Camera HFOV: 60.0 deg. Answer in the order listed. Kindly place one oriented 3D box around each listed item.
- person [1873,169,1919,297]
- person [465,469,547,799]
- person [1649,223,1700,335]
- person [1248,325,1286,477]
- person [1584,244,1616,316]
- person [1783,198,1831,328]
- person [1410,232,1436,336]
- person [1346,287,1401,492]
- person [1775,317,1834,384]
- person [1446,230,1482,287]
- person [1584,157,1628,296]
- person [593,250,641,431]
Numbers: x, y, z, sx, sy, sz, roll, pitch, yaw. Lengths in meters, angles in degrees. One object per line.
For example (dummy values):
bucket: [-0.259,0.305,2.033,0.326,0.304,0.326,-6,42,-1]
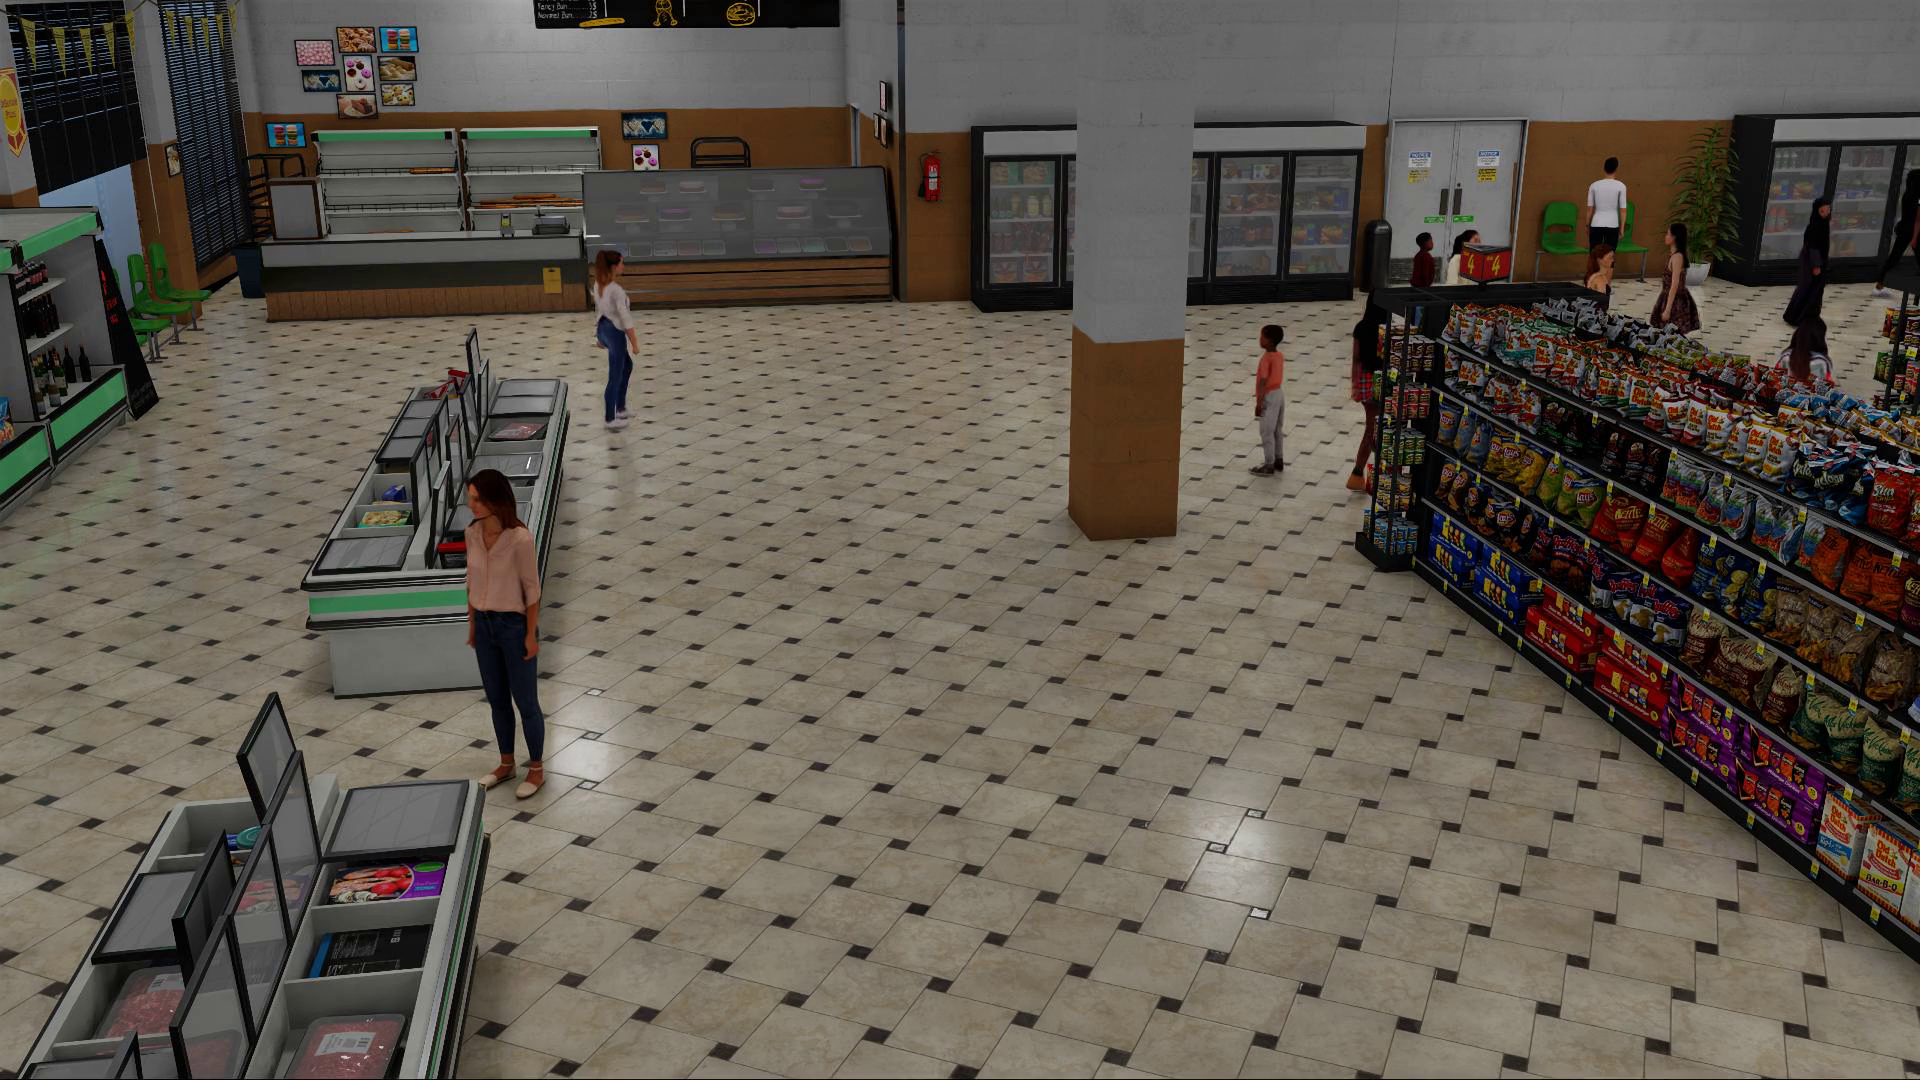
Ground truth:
person: [12.697,-4.095,22.387,0.805,1.690,1.107,0,19,-1]
person: [-2.366,0.473,8.686,0.673,1.789,0.699,8,20,24]
person: [7.371,-2.363,17.132,0.884,1.767,0.835,4,19,13]
person: [2.717,-1.223,14.474,0.618,1.304,0.562,14,23,35]
person: [6.321,-2.202,16.905,0.809,1.605,0.763,6,19,16]
person: [10.627,-3.479,20.725,0.873,1.584,0.808,7,20,19]
person: [5.545,-3.082,20.067,0.563,1.254,0.436,-2,19,-6]
person: [3.435,-1.205,13.851,1.190,1.667,1.208,14,23,36]
person: [6.638,-0.965,13.244,0.722,1.601,0.768,10,21,27]
person: [5.298,-2.503,17.781,0.885,1.616,1.010,-15,24,-37]
person: [8.791,-4.277,22.676,0.750,1.851,0.795,11,22,30]
person: [-3.366,-1.881,15.786,0.834,1.712,0.746,-14,23,-36]
